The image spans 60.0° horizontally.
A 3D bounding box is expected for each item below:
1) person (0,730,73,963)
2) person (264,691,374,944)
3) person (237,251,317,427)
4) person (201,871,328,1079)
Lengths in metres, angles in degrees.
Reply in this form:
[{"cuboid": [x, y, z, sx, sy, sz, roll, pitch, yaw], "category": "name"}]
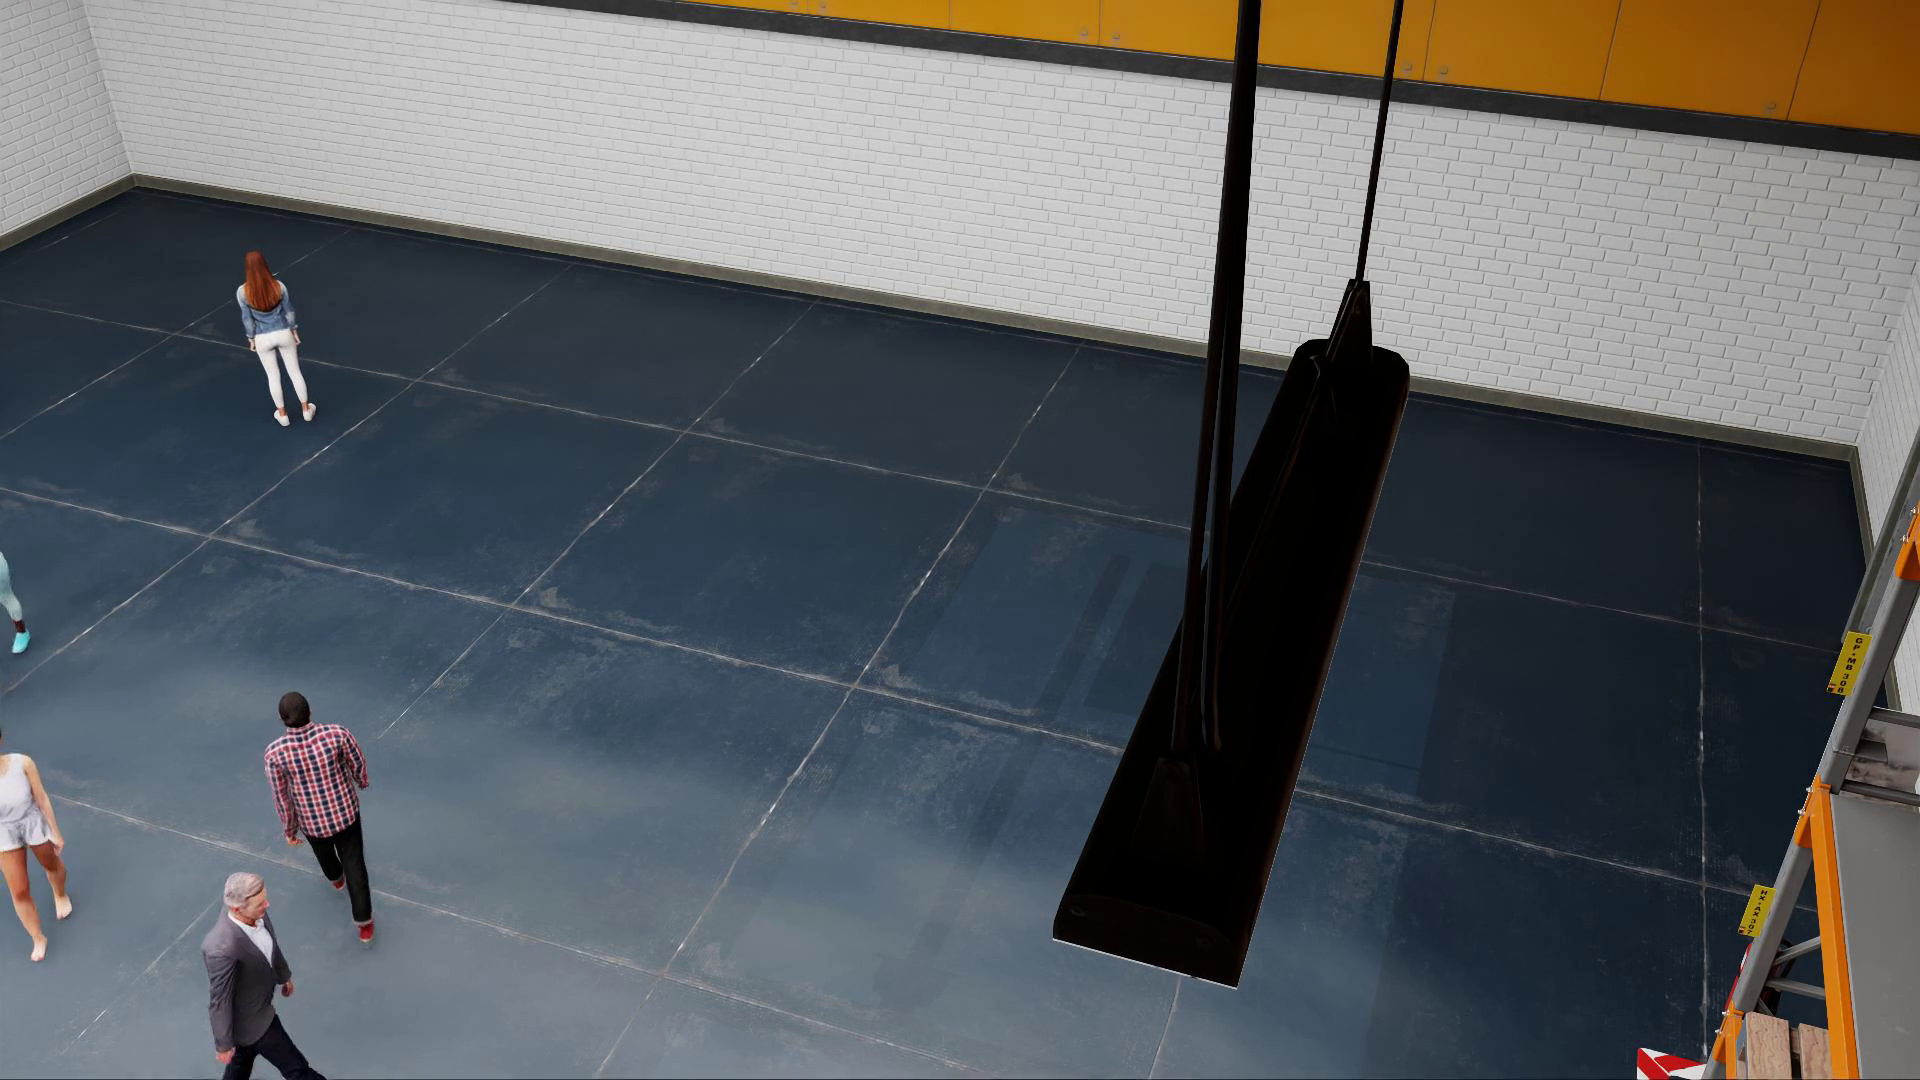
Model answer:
[{"cuboid": [-5.733, 1.706, 10.172, 0.869, 1.592, 0.913, -17, 37, -24], "category": "person"}, {"cuboid": [-3.822, 1.686, 10.073, 1.115, 1.735, 1.218, -11, 35, -17], "category": "person"}, {"cuboid": [-6.373, -1.867, 15.450, 0.674, 1.700, 0.736, -15, 36, -21], "category": "person"}, {"cuboid": [-3.843, 2.490, 8.822, 1.162, 1.780, 1.250, -2, 34, -2], "category": "person"}]
